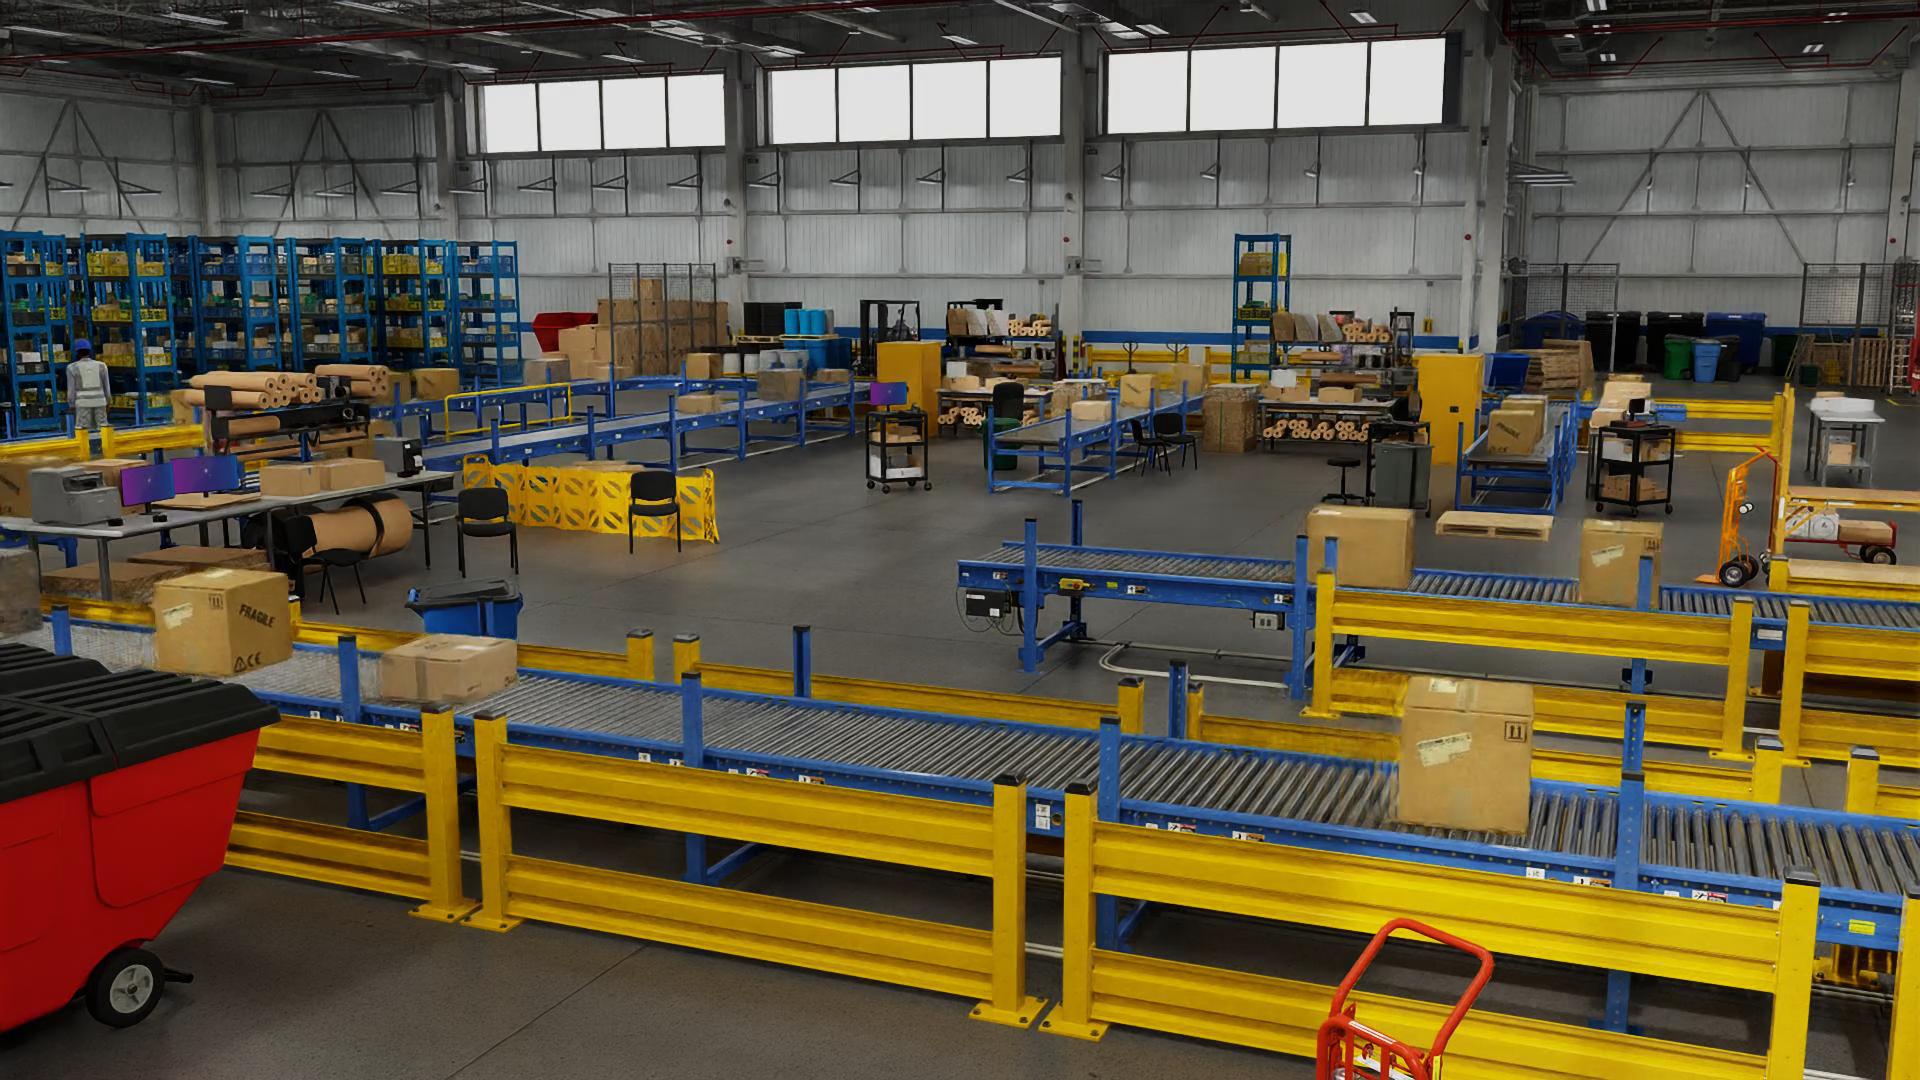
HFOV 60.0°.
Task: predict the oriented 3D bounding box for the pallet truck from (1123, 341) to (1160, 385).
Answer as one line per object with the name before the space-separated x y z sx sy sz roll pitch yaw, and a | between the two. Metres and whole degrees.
pallet truck | 4.445 -4.380 41.279 0.680 1.201 1.601 4 10 22

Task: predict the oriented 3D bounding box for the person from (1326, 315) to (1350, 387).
person | 7.992 -3.720 34.955 0.969 2.008 0.607 -5 10 -26

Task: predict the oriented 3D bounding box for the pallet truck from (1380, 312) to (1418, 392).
pallet truck | 10.207 -4.283 38.369 0.823 1.965 1.885 3 10 20

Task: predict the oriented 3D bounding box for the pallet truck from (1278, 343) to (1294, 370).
pallet truck | 7.886 -4.163 39.743 0.653 1.274 1.630 4 10 22

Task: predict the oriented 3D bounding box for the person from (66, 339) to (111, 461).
person | -13.018 -2.025 24.869 0.402 1.937 0.604 9 13 43

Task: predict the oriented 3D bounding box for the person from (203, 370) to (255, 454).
person | -9.061 -1.235 20.697 0.533 1.738 0.793 1 9 8

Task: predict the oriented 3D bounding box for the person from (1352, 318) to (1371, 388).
person | 8.854 -3.937 36.639 0.474 1.875 0.669 0 9 -3

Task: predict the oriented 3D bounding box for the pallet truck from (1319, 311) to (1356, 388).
pallet truck | 9.071 -4.419 39.190 0.823 1.965 1.885 5 10 26

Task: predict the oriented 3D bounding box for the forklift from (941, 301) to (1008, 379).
forklift | 0.365 -4.966 41.571 1.157 1.987 2.680 3 10 20

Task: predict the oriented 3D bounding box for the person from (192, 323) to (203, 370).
person | -17.906 -4.313 39.053 0.560 1.837 0.389 -3 10 -17

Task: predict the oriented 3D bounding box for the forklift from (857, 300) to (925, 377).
forklift | -1.732 -5.109 42.468 1.157 1.987 2.680 4 10 22

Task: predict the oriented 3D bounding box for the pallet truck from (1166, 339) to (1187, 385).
pallet truck | 5.418 -4.269 40.420 0.704 1.261 1.522 3 10 20
